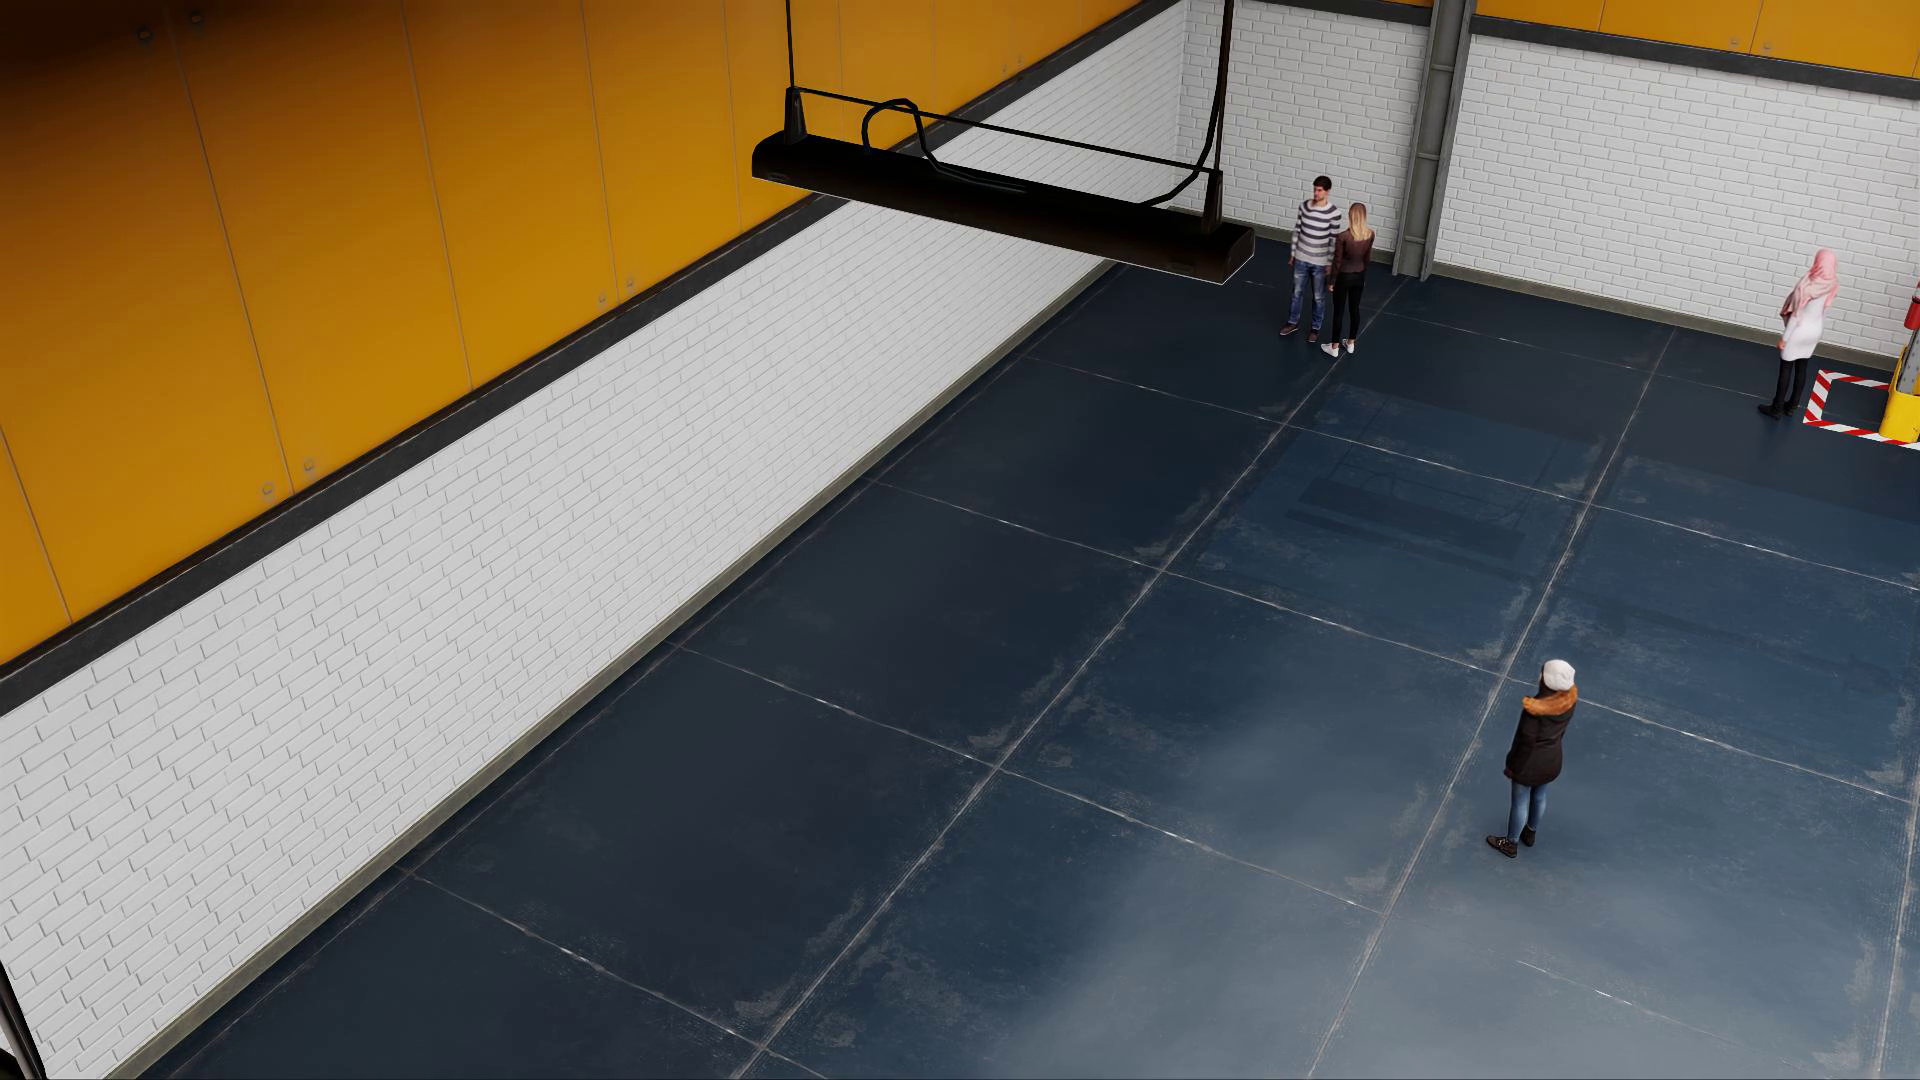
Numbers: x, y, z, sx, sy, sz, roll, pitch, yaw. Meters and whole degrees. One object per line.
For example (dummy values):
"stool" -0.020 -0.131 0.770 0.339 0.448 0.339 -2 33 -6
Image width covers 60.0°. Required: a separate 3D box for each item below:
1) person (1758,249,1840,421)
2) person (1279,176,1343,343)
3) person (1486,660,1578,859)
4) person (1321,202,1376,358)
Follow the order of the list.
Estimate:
"person" 8.333 -2.034 16.450 0.728 1.803 0.789 -8 34 -12
"person" 3.809 -3.052 17.935 0.485 1.854 0.723 21 39 29
"person" 3.925 1.475 11.323 0.733 1.634 0.759 -19 38 -26
"person" 4.131 -2.764 17.637 0.672 1.704 0.706 -12 35 -18
